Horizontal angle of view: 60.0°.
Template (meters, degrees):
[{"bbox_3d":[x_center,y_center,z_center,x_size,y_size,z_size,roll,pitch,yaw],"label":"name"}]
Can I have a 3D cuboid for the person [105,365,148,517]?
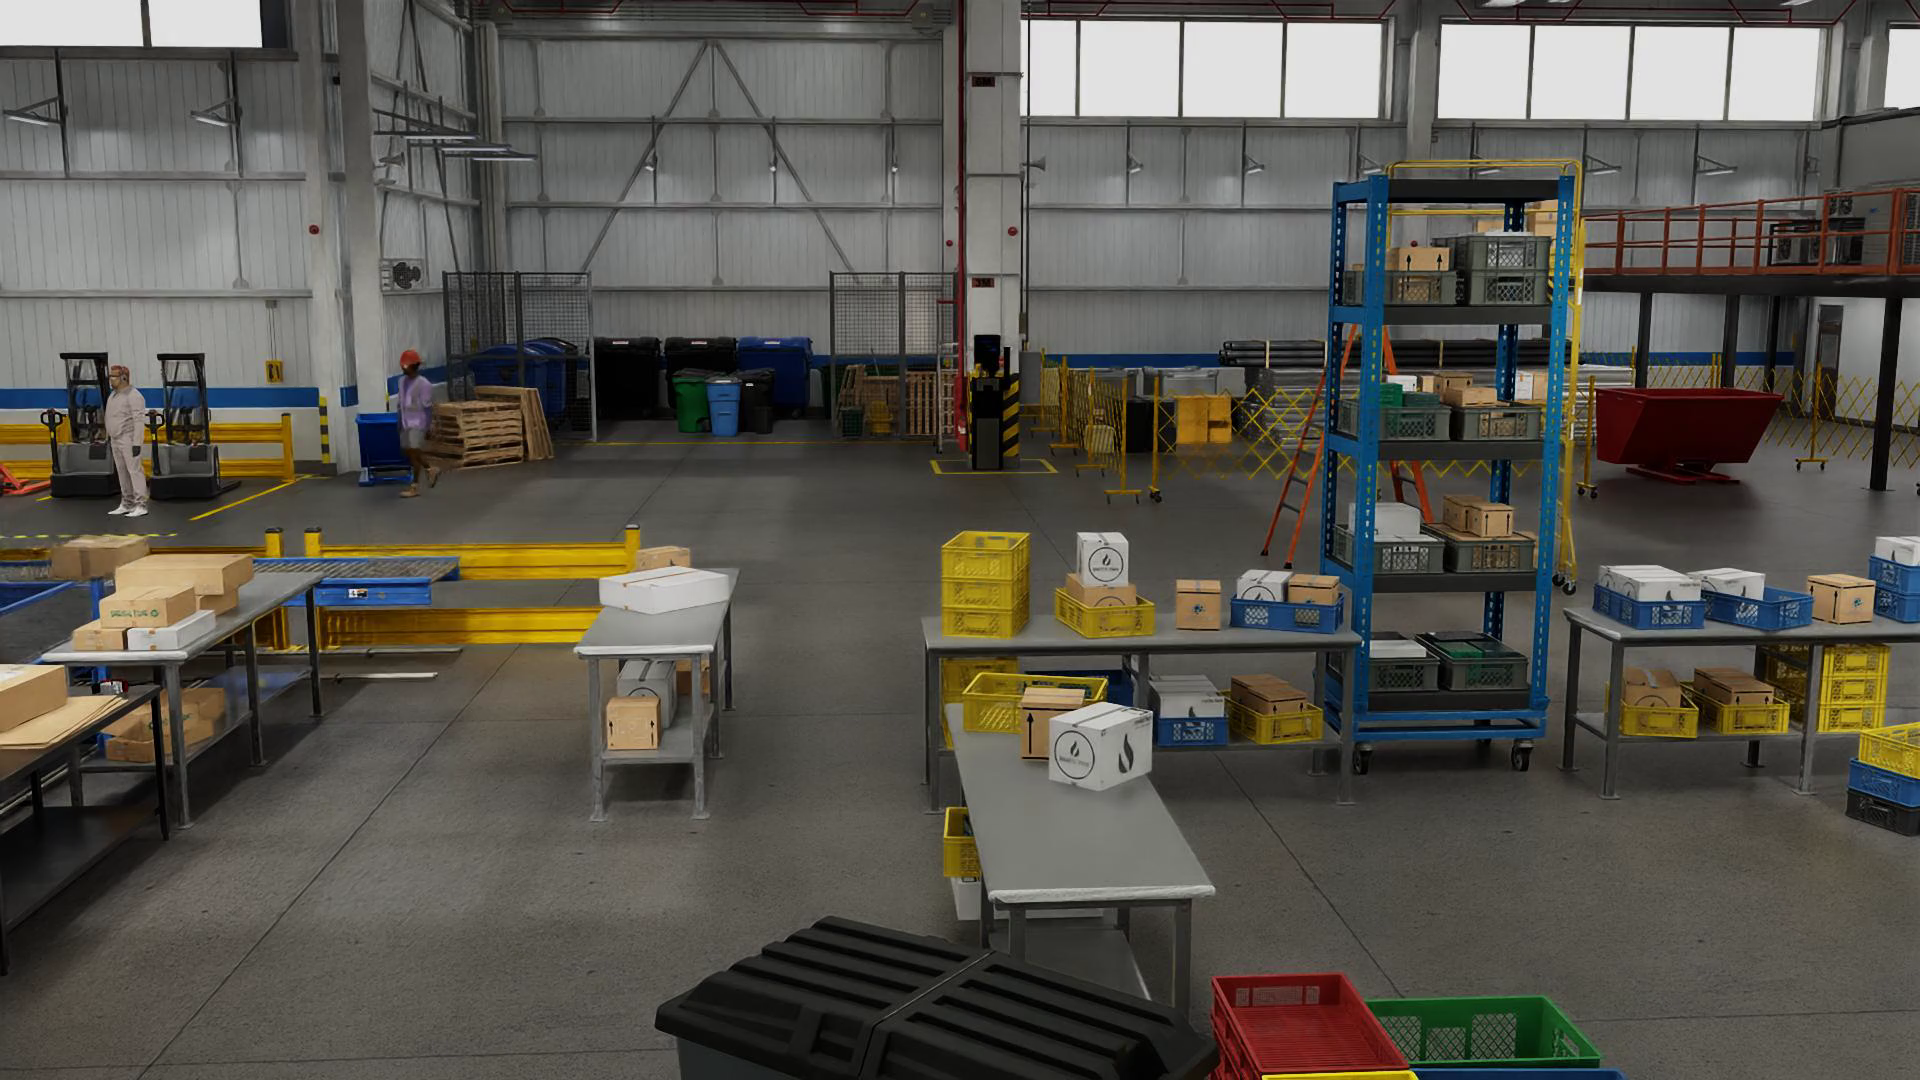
[{"bbox_3d":[-10.513,-1.240,20.921,0.638,1.910,0.407,6,11,34],"label":"person"}]

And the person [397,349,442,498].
[{"bbox_3d":[-7.443,-1.602,22.809,0.623,2.031,0.665,7,11,36],"label":"person"}]

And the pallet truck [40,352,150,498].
[{"bbox_3d":[-11.907,-1.642,23.165,0.823,1.965,1.885,0,9,0],"label":"pallet truck"}]

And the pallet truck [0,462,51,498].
[{"bbox_3d":[-13.193,-1.293,23.148,0.653,1.274,1.630,-1,9,-4],"label":"pallet truck"}]

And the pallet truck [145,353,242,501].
[{"bbox_3d":[-10.520,-1.604,22.925,0.823,1.965,1.885,-1,9,-6],"label":"pallet truck"}]
